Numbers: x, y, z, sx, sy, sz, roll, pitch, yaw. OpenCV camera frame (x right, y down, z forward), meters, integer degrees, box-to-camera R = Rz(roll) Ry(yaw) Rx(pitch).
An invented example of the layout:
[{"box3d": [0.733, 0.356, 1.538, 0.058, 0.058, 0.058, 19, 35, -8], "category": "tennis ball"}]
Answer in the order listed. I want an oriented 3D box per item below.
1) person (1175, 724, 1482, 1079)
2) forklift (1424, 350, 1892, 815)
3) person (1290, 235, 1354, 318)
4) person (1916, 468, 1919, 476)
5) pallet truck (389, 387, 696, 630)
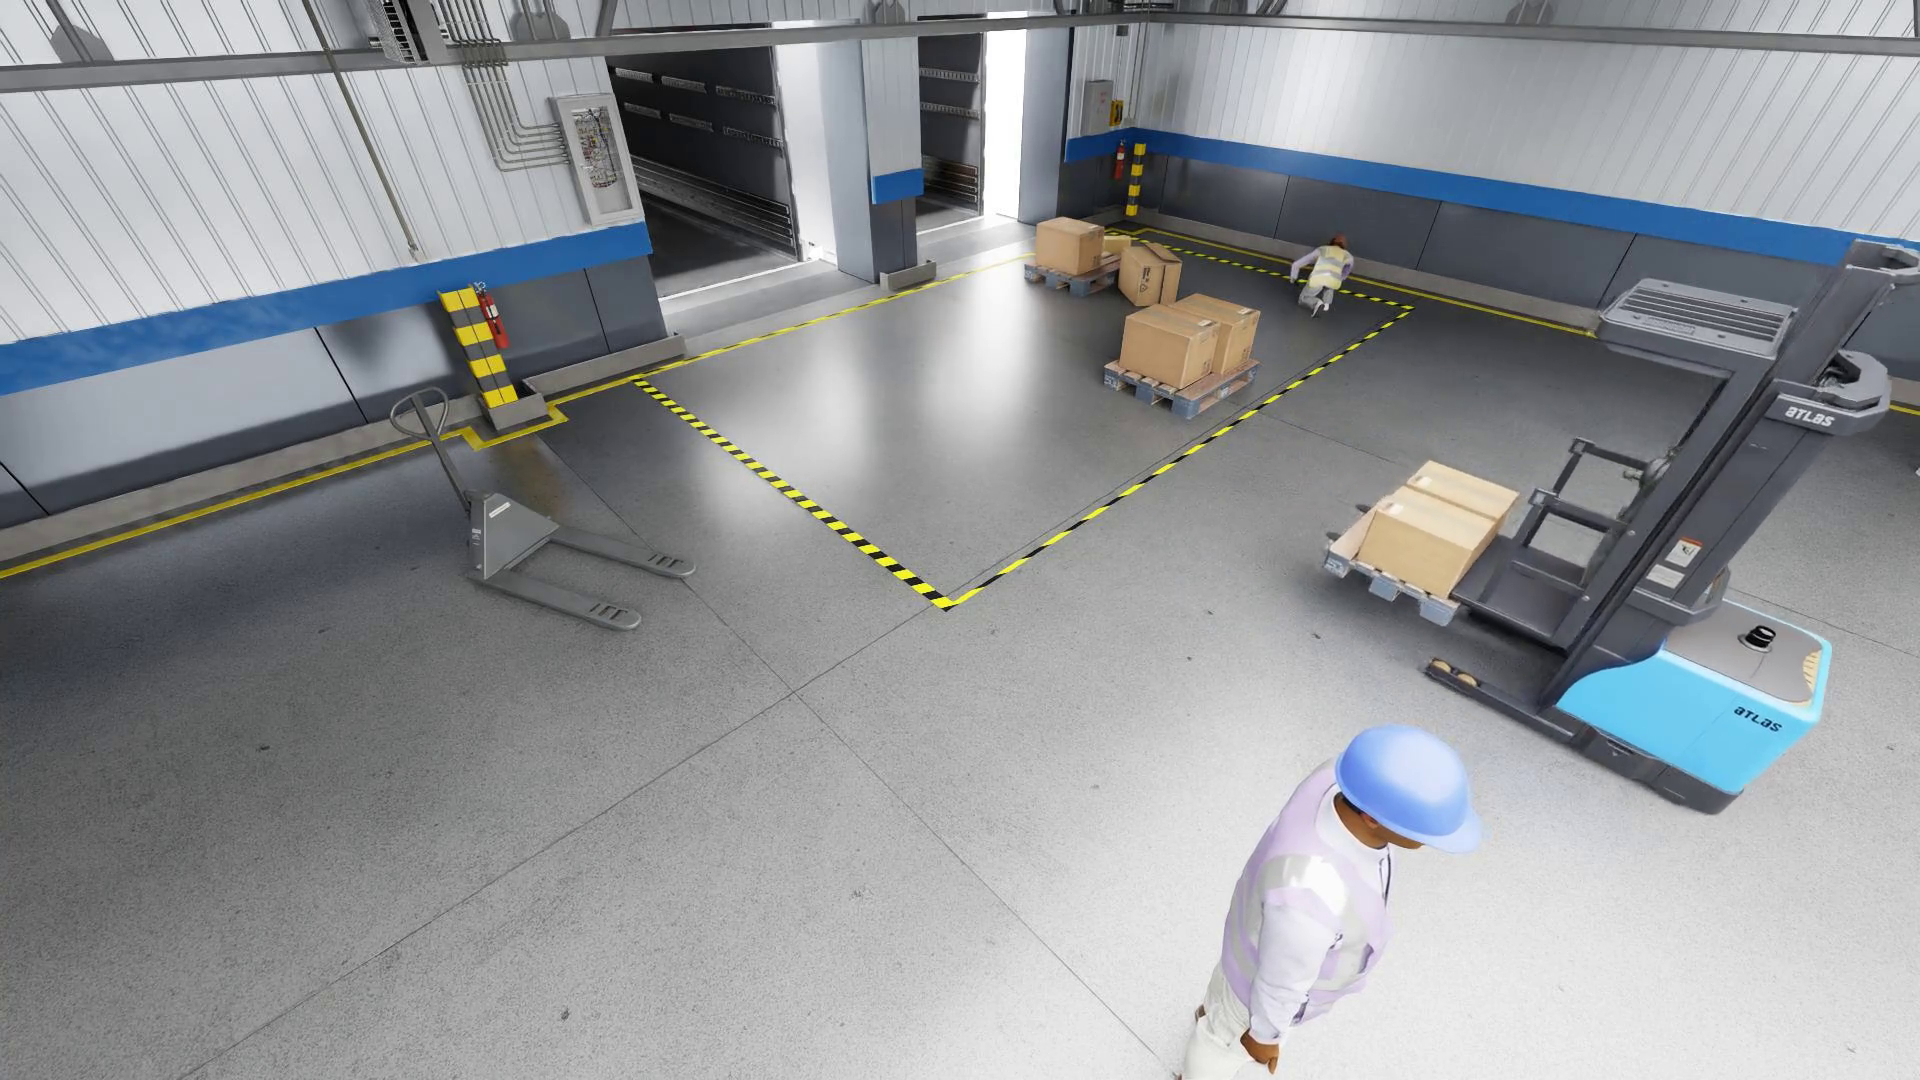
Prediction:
[{"box3d": [0.960, 1.197, 2.146, 0.384, 1.948, 0.600, 23, 43, 27], "category": "person"}, {"box3d": [3.536, 0.217, 3.336, 0.716, 2.013, 0.776, -30, 47, -33], "category": "forklift"}, {"box3d": [4.303, -3.130, 8.731, 0.657, 0.799, 0.925, 11, 39, 14], "category": "person"}, {"box3d": [7.934, -1.150, 5.348, 0.485, 1.744, 0.307, 4, 38, 5], "category": "person"}, {"box3d": [-2.613, -0.247, 4.593, 1.601, 1.201, 0.680, 14, 40, 17], "category": "pallet truck"}]
